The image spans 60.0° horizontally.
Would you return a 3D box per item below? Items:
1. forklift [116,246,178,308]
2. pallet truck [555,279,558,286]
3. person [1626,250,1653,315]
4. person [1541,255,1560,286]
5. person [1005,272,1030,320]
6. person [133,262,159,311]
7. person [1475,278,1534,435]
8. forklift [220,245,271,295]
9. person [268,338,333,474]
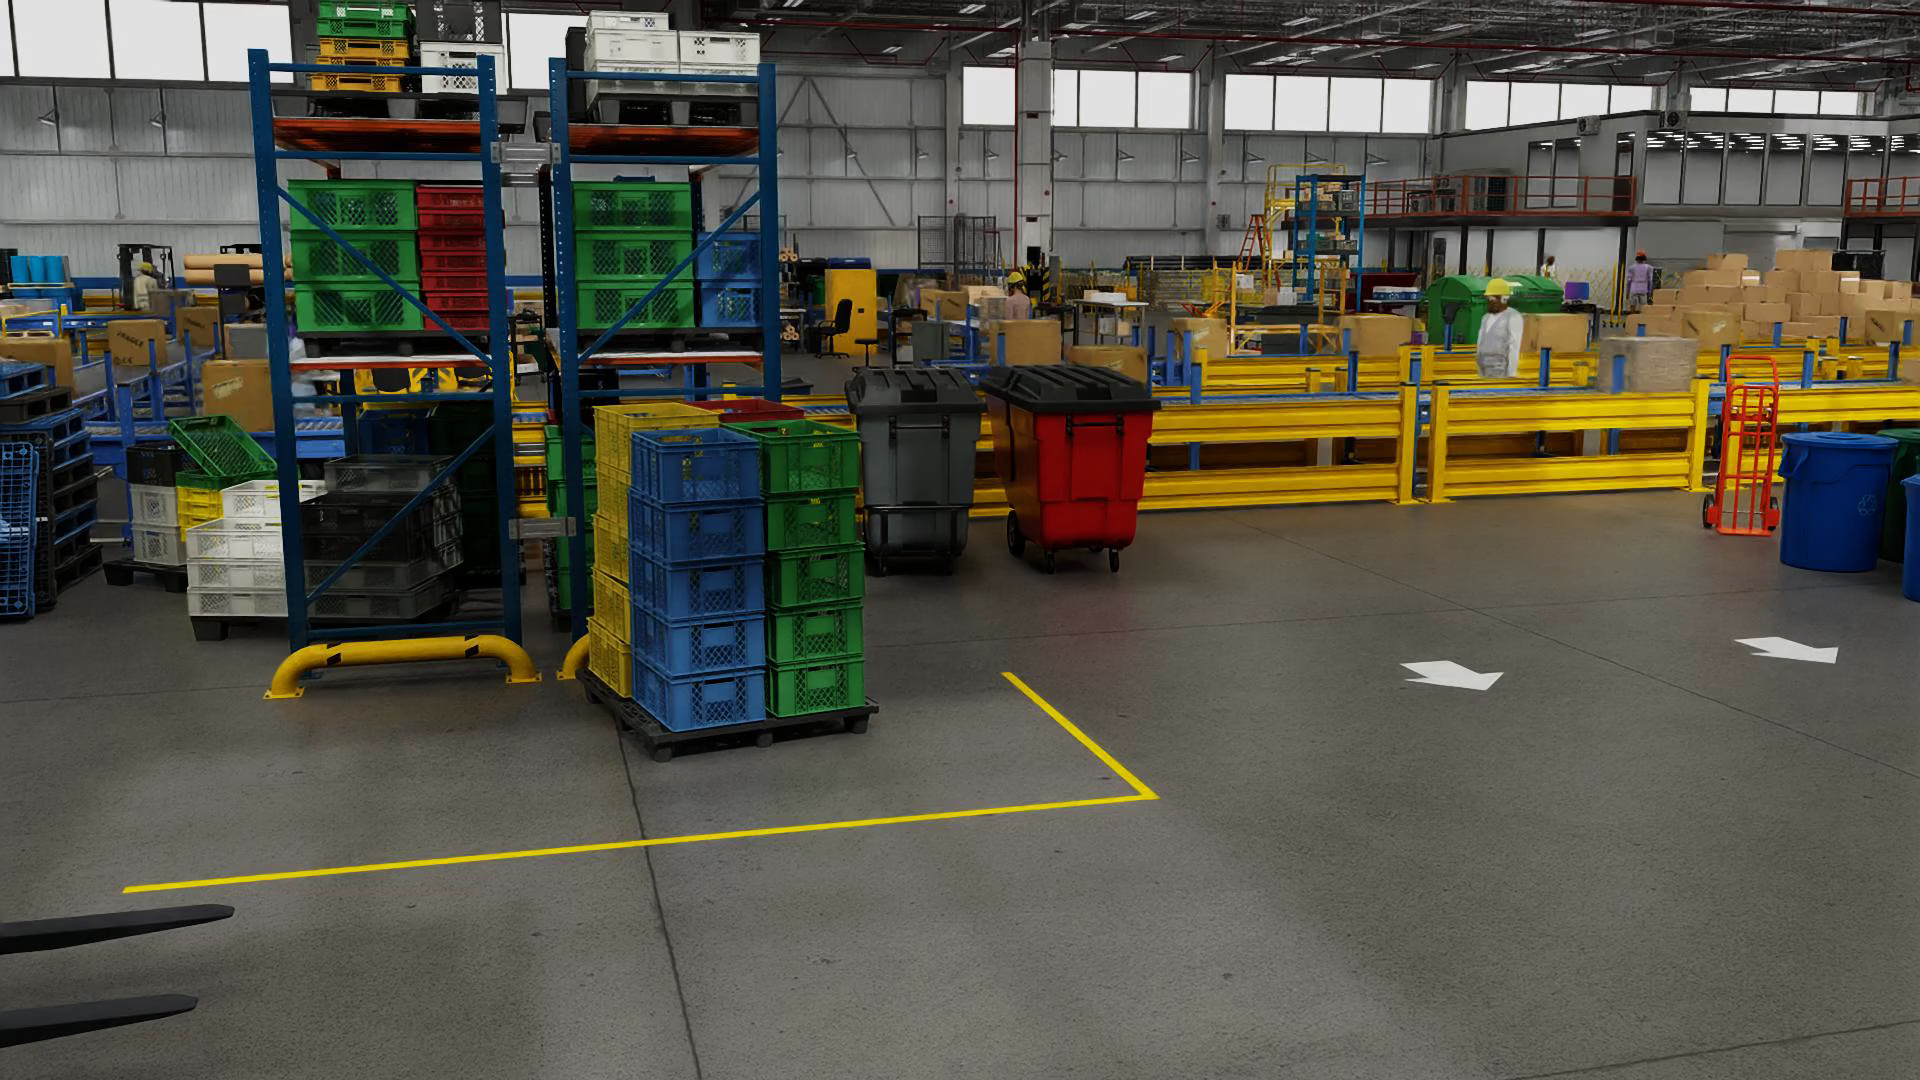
[{"bbox_3d":[-19.966,-6.232,40.894,1.157,1.987,2.680,-3,10,-15],"label":"forklift"},{"bbox_3d":[-10.604,-6.375,44.520,0.653,1.274,1.630,-3,10,-15],"label":"pallet truck"},{"bbox_3d":[16.924,-6.202,41.469,0.608,2.034,0.397,2,10,12],"label":"person"},{"bbox_3d":[18.824,-8.167,53.151,0.591,1.847,0.956,-2,10,-11],"label":"person"},{"bbox_3d":[0.784,-2.880,23.417,0.312,1.769,0.525,7,12,36],"label":"person"},{"bbox_3d":[-17.364,-5.039,35.588,0.615,1.792,0.941,4,11,21],"label":"person"},{"bbox_3d":[5.460,-1.730,16.769,0.654,1.810,0.602,-3,11,-18],"label":"person"},{"bbox_3d":[-17.749,-6.334,41.440,1.157,1.987,2.680,-3,10,-17],"label":"forklift"},{"bbox_3d":[-5.439,-1.125,13.843,0.906,1.624,0.541,-7,12,-35],"label":"person"}]
